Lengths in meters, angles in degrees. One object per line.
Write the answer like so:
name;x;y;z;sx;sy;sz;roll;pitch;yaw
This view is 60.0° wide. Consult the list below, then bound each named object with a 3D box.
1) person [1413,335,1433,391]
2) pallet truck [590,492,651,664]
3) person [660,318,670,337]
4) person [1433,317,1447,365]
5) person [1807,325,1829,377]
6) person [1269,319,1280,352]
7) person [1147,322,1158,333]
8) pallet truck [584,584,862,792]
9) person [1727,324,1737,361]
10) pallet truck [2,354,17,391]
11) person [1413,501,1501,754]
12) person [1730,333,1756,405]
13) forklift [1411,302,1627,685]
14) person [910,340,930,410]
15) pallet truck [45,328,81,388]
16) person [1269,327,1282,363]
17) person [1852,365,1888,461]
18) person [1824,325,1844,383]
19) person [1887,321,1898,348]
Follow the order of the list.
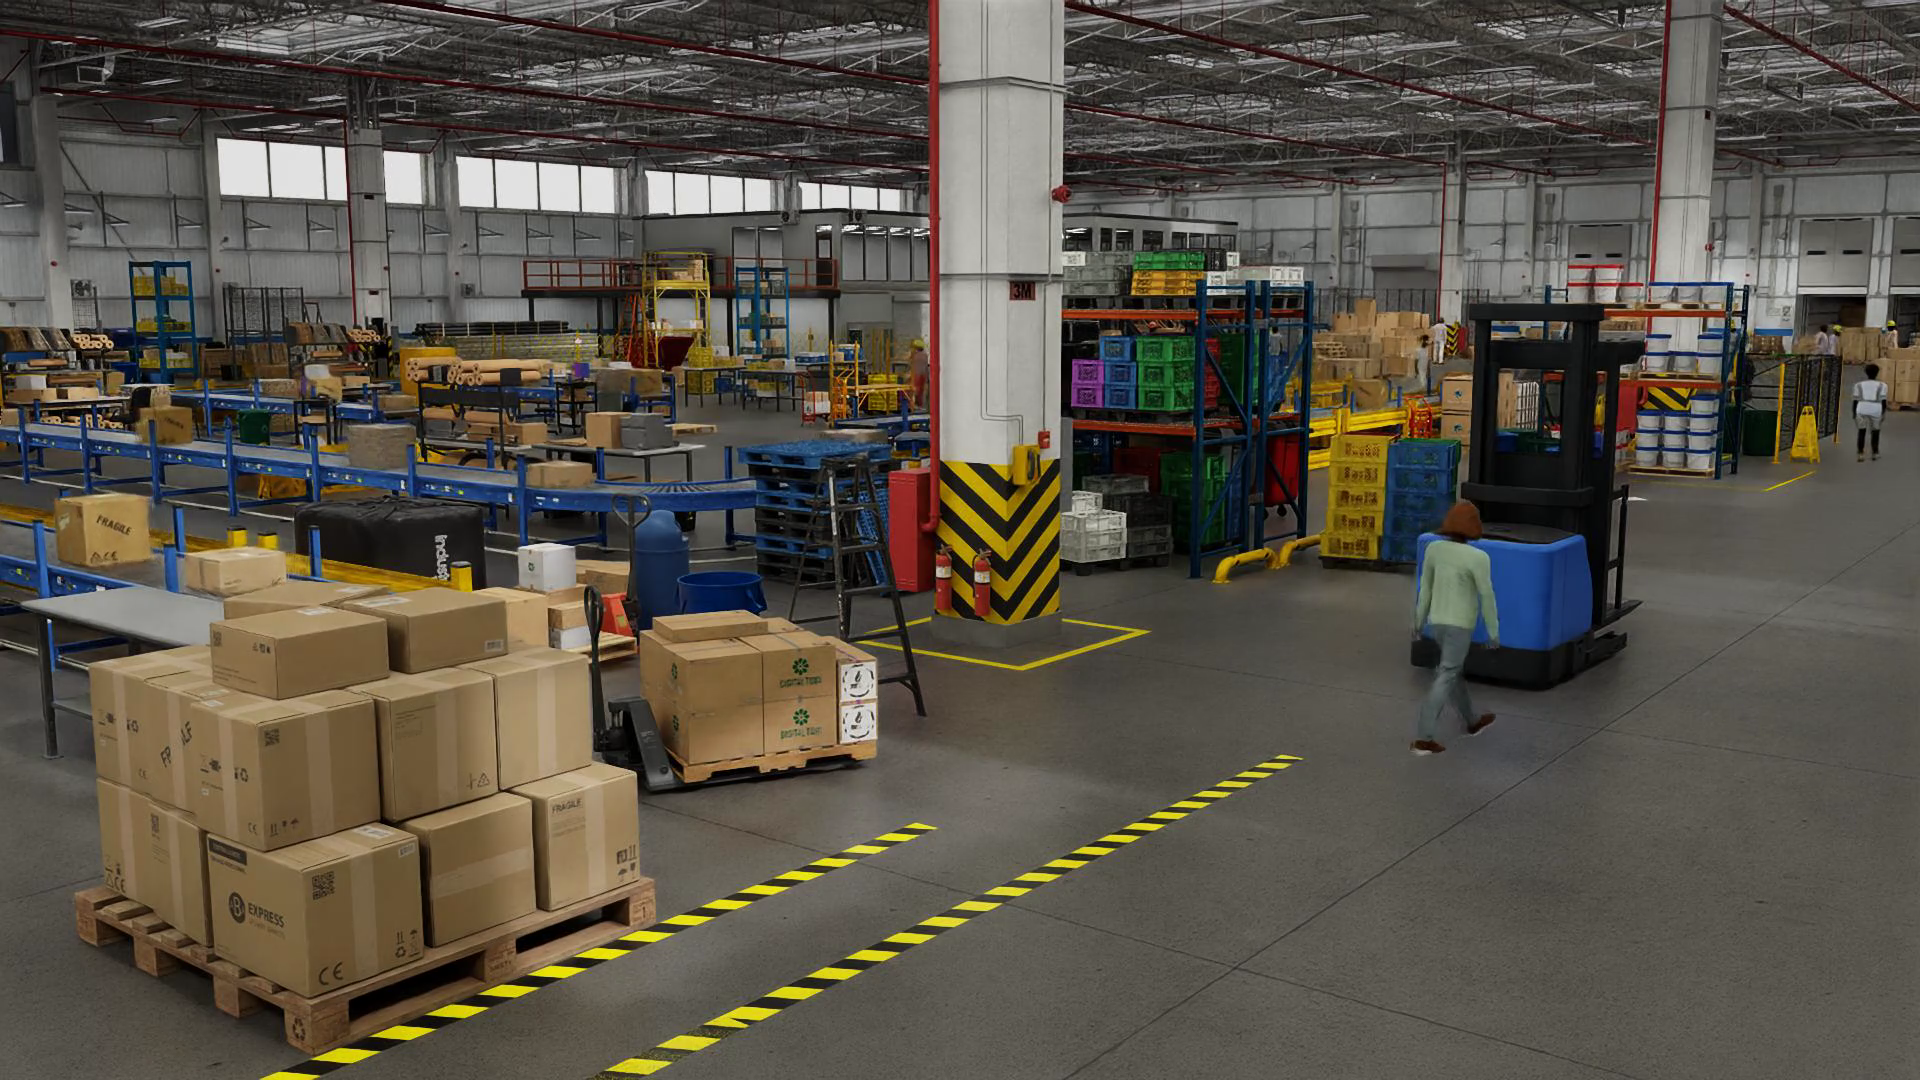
person;11.692;-4.246;41.970;0.383;1.854;0.528;8;11;42
pallet truck;-3.115;0.344;12.883;0.653;1.274;1.630;7;11;37
person;-12.396;-8.393;69.932;0.941;1.850;0.579;7;11;38
person;19.481;-8.072;67.528;0.373;1.932;0.623;-8;12;-44
person;29.820;-6.562;57.716;0.810;1.818;0.624;0;8;-2
person;13.602;-8.741;72.449;0.635;1.806;0.866;3;9;21
person;5.814;-5.561;50.193;0.396;2.042;0.610;5;10;32
pallet truck;-1.426;0.805;10.019;1.601;1.201;0.680;-4;9;-26
person;28.989;-7.238;62.506;0.492;1.744;0.295;-2;9;-13
pallet truck;-24.881;-4.417;42.634;1.885;1.965;0.823;8;11;41
person;3.180;0.544;10.570;0.870;1.584;0.524;-5;10;-29
person;17.371;-3.594;36.942;0.692;2.000;0.559;-7;11;-39
forklift;4.379;-0.438;12.852;1.129;2.768;1.873;7;11;37
person;-0.970;-4.063;41.082;0.527;1.755;0.422;-7;11;-41
pallet truck;-23.775;-4.544;43.495;1.885;1.965;0.823;6;10;35
person;10.237;-6.063;54.147;0.514;1.876;0.328;0;8;-3
person;15.684;-2.183;28.676;0.548;1.665;0.716;7;11;37
person;28.099;-5.966;53.457;0.602;1.879;0.565;-8;11;-42
person;33.230;-6.857;59.370;0.407;1.918;0.581;2;9;11
